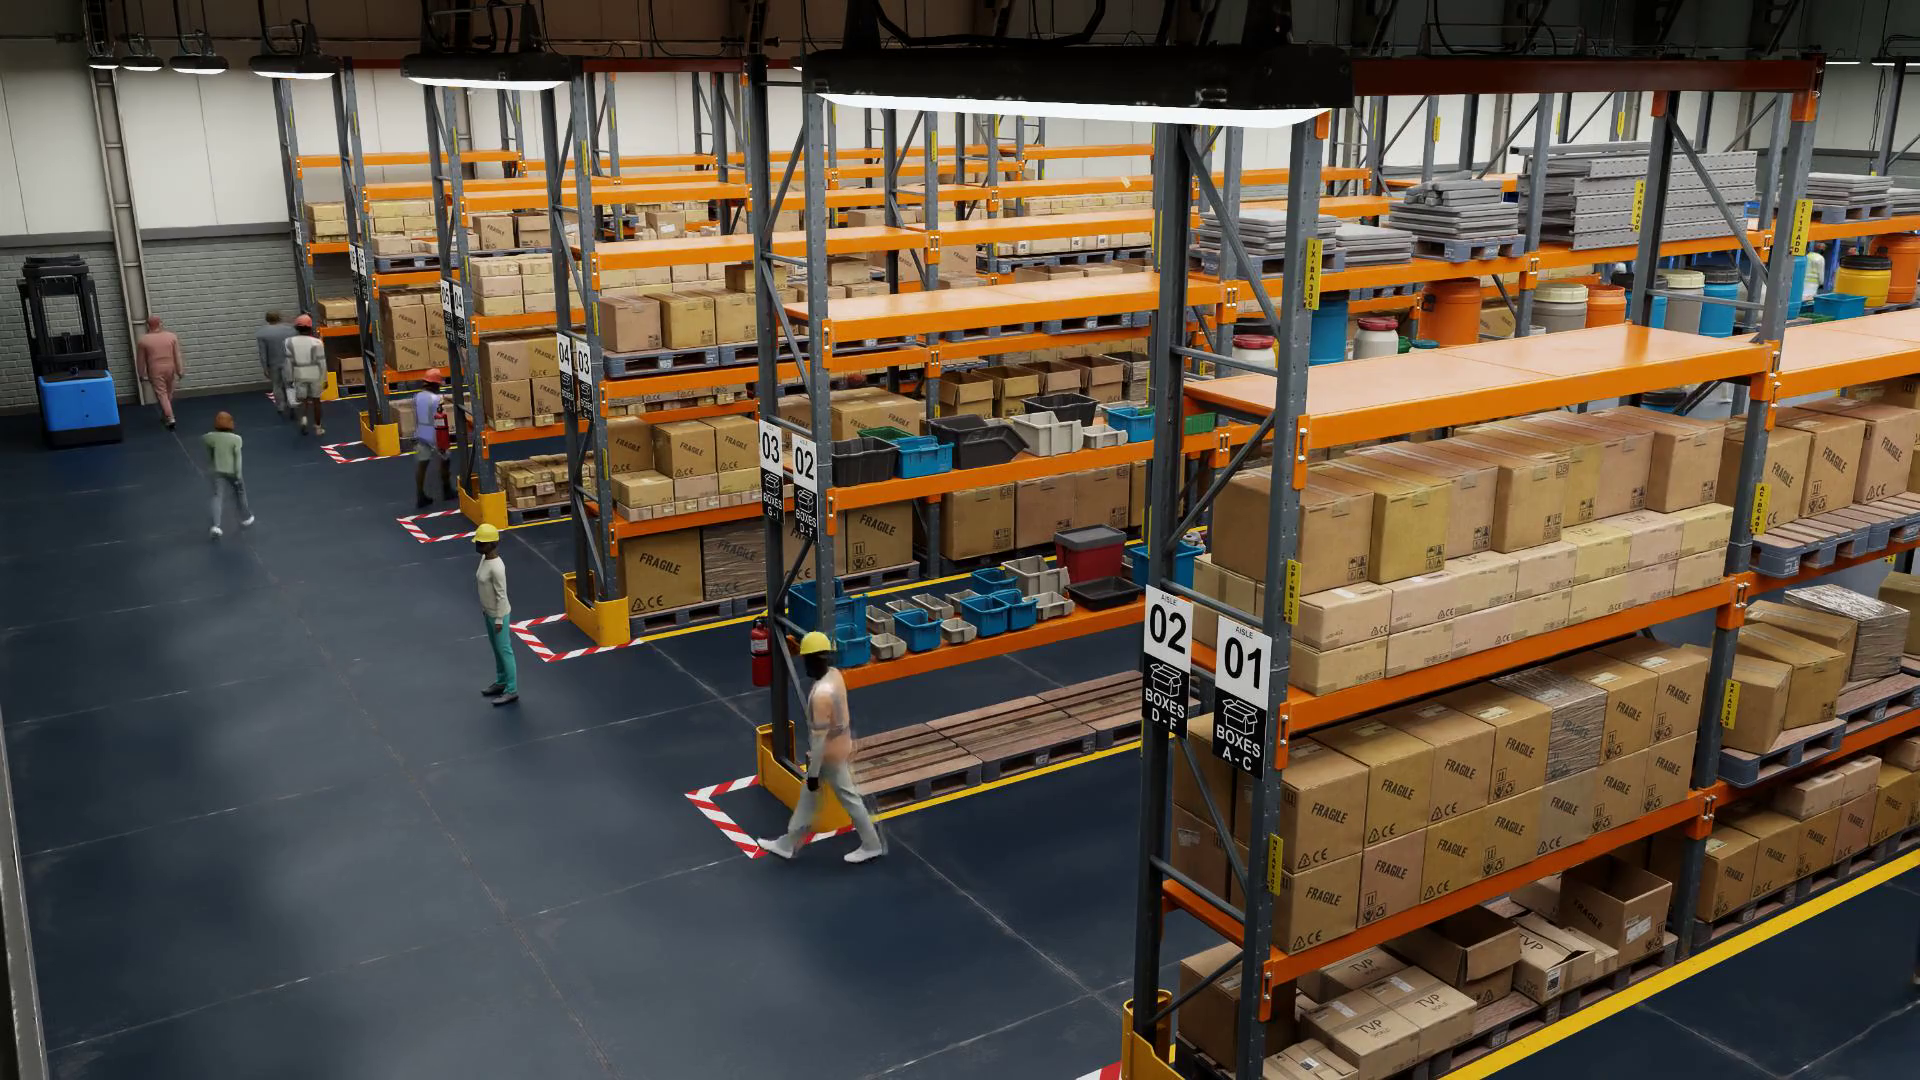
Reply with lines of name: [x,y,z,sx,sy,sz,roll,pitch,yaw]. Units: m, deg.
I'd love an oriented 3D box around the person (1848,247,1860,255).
person: [20.634,-5.939,36.844,0.960,1.804,0.585,9,19,26]

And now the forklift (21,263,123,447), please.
forklift: [-14.518,-3.079,25.708,1.129,2.768,1.873,-10,20,-31]

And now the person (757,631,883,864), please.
person: [-1.056,1.610,12.006,0.996,1.844,0.625,-1,17,-3]

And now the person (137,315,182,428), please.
person: [-13.473,-2.848,26.598,0.969,1.867,0.656,16,23,42]

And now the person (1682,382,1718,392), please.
person: [13.806,-3.667,29.377,0.870,1.795,0.655,4,17,13]

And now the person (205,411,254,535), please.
person: [-9.593,-0.882,20.613,0.498,1.590,0.862,-1,17,-3]

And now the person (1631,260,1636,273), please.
person: [17.126,-6.742,39.690,0.702,1.678,0.540,13,21,37]

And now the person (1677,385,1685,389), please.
person: [12.761,-3.494,28.651,0.891,1.908,0.638,-2,17,-8]

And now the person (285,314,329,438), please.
person: [-10.622,-2.661,25.709,0.629,2.023,0.490,-2,17,-6]

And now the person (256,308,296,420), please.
person: [-11.670,-3.018,27.088,0.635,1.916,0.901,-9,19,-27]

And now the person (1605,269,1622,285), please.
person: [13.666,-4.737,32.871,0.556,1.804,0.848,15,23,40]

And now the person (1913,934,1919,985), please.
person: [6.824,2.009,10.535,0.999,1.933,0.682,-12,21,-35]

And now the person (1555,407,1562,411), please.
person: [10.105,-2.920,26.796,0.594,1.892,0.894,2,17,7]

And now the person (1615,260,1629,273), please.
person: [15.499,-5.922,36.936,0.893,1.693,0.506,4,17,12]

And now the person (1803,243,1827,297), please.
person: [20.416,-6.162,37.584,0.945,1.790,0.635,-1,17,-5]

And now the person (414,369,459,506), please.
person: [-7.300,-1.446,21.933,0.695,1.889,0.848,10,20,31]

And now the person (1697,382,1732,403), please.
person: [13.656,-3.256,28.339,0.633,1.617,0.525,-4,17,-12]

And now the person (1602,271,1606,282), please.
person: [13.357,-4.830,33.213,0.846,1.792,0.611,-5,18,-15]

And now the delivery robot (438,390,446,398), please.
delivery robot: [-8.837,-2.331,27.022,0.707,0.478,0.477,-15,22,-39]

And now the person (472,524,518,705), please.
person: [-4.473,0.694,15.139,0.299,1.772,0.530,-10,20,-30]

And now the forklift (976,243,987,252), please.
forklift: [0.988,-5.474,34.718,1.214,2.155,2.313,-10,20,-31]

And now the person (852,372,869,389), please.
person: [-1.313,-1.410,21.879,0.794,1.855,0.598,-10,20,-29]
